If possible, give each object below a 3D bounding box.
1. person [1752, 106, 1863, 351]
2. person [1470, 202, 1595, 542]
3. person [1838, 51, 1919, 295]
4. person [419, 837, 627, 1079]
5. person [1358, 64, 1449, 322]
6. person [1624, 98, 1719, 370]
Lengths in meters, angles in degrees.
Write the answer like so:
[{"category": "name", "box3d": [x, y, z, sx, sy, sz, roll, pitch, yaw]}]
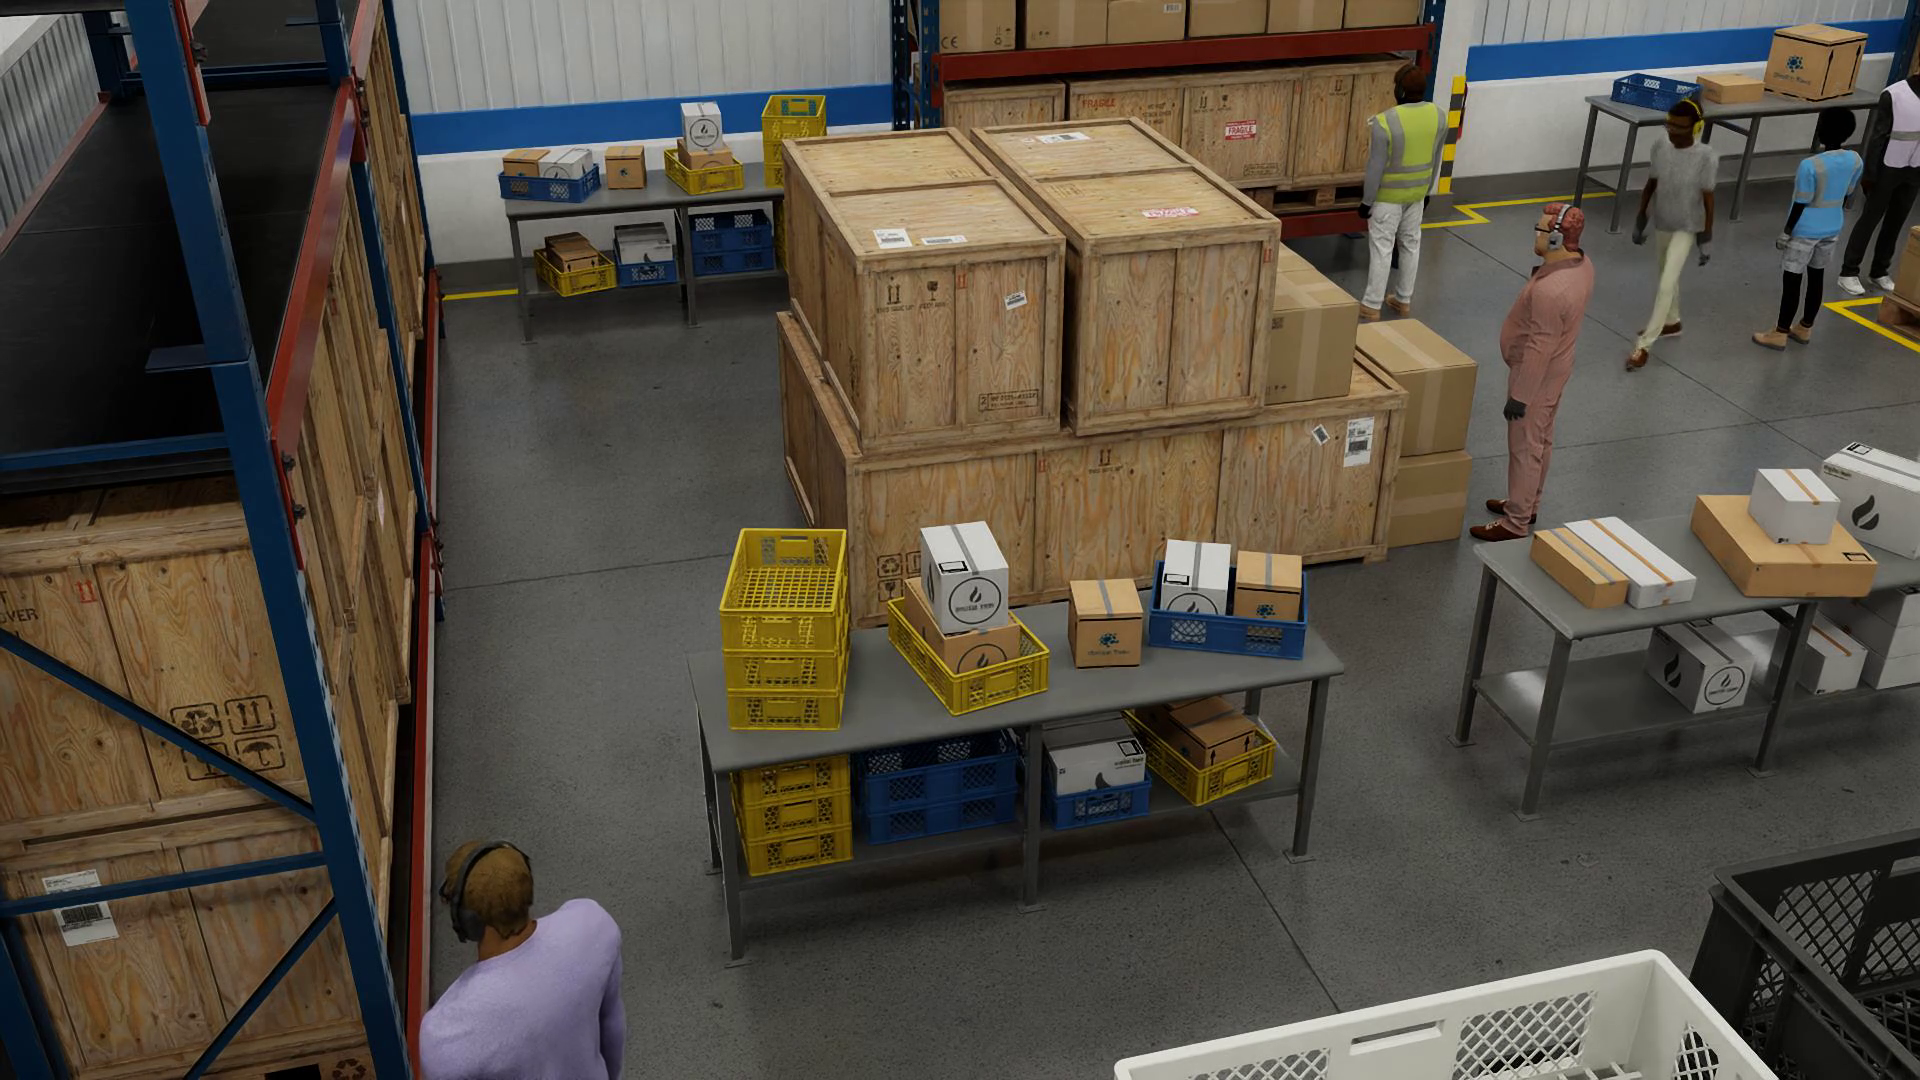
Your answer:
[{"category": "person", "box3d": [5.897, -2.149, 11.518, 0.535, 1.699, 0.318, -13, 31, -22]}, {"category": "person", "box3d": [3.111, -0.894, 9.028, 0.410, 1.909, 0.642, 16, 33, 27]}, {"category": "person", "box3d": [7.036, -2.791, 12.474, 0.595, 1.911, 0.385, -6, 29, -10]}, {"category": "person", "box3d": [-1.122, 1.597, 4.476, 0.356, 1.936, 0.635, 16, 33, 27]}, {"category": "person", "box3d": [3.145, -2.496, 12.000, 0.626, 1.846, 0.429, -12, 31, -21]}, {"category": "person", "box3d": [4.879, -2.129, 11.376, 0.890, 1.812, 0.606, -19, 34, -30]}]
